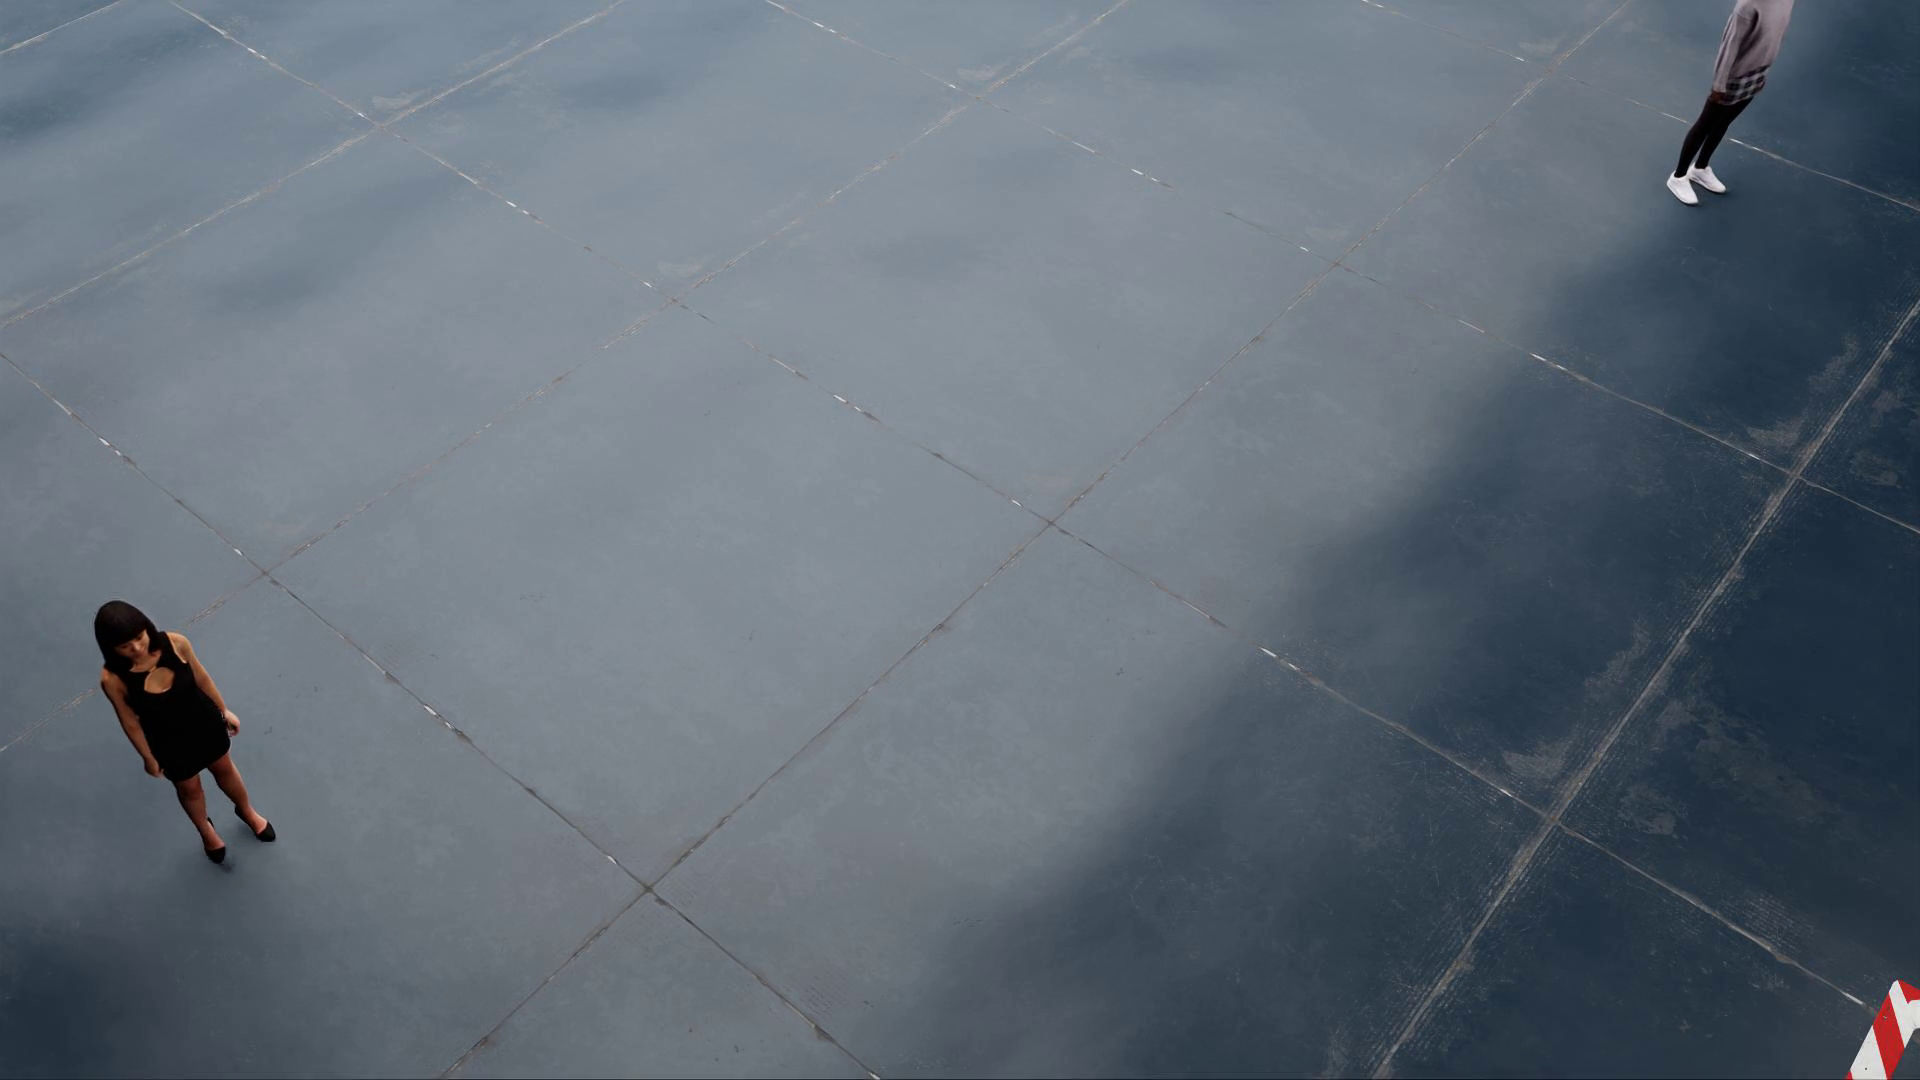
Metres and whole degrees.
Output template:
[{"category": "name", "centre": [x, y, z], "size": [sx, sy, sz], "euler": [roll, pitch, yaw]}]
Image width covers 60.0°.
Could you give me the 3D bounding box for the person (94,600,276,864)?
[{"category": "person", "centre": [-3.366, 0.816, 7.187], "size": [0.504, 1.650, 0.573], "euler": [34, 56, 27]}]

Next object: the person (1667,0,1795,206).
[{"category": "person", "centre": [4.975, -2.997, 10.630], "size": [0.681, 1.772, 0.647], "euler": [-23, 51, -20]}]
